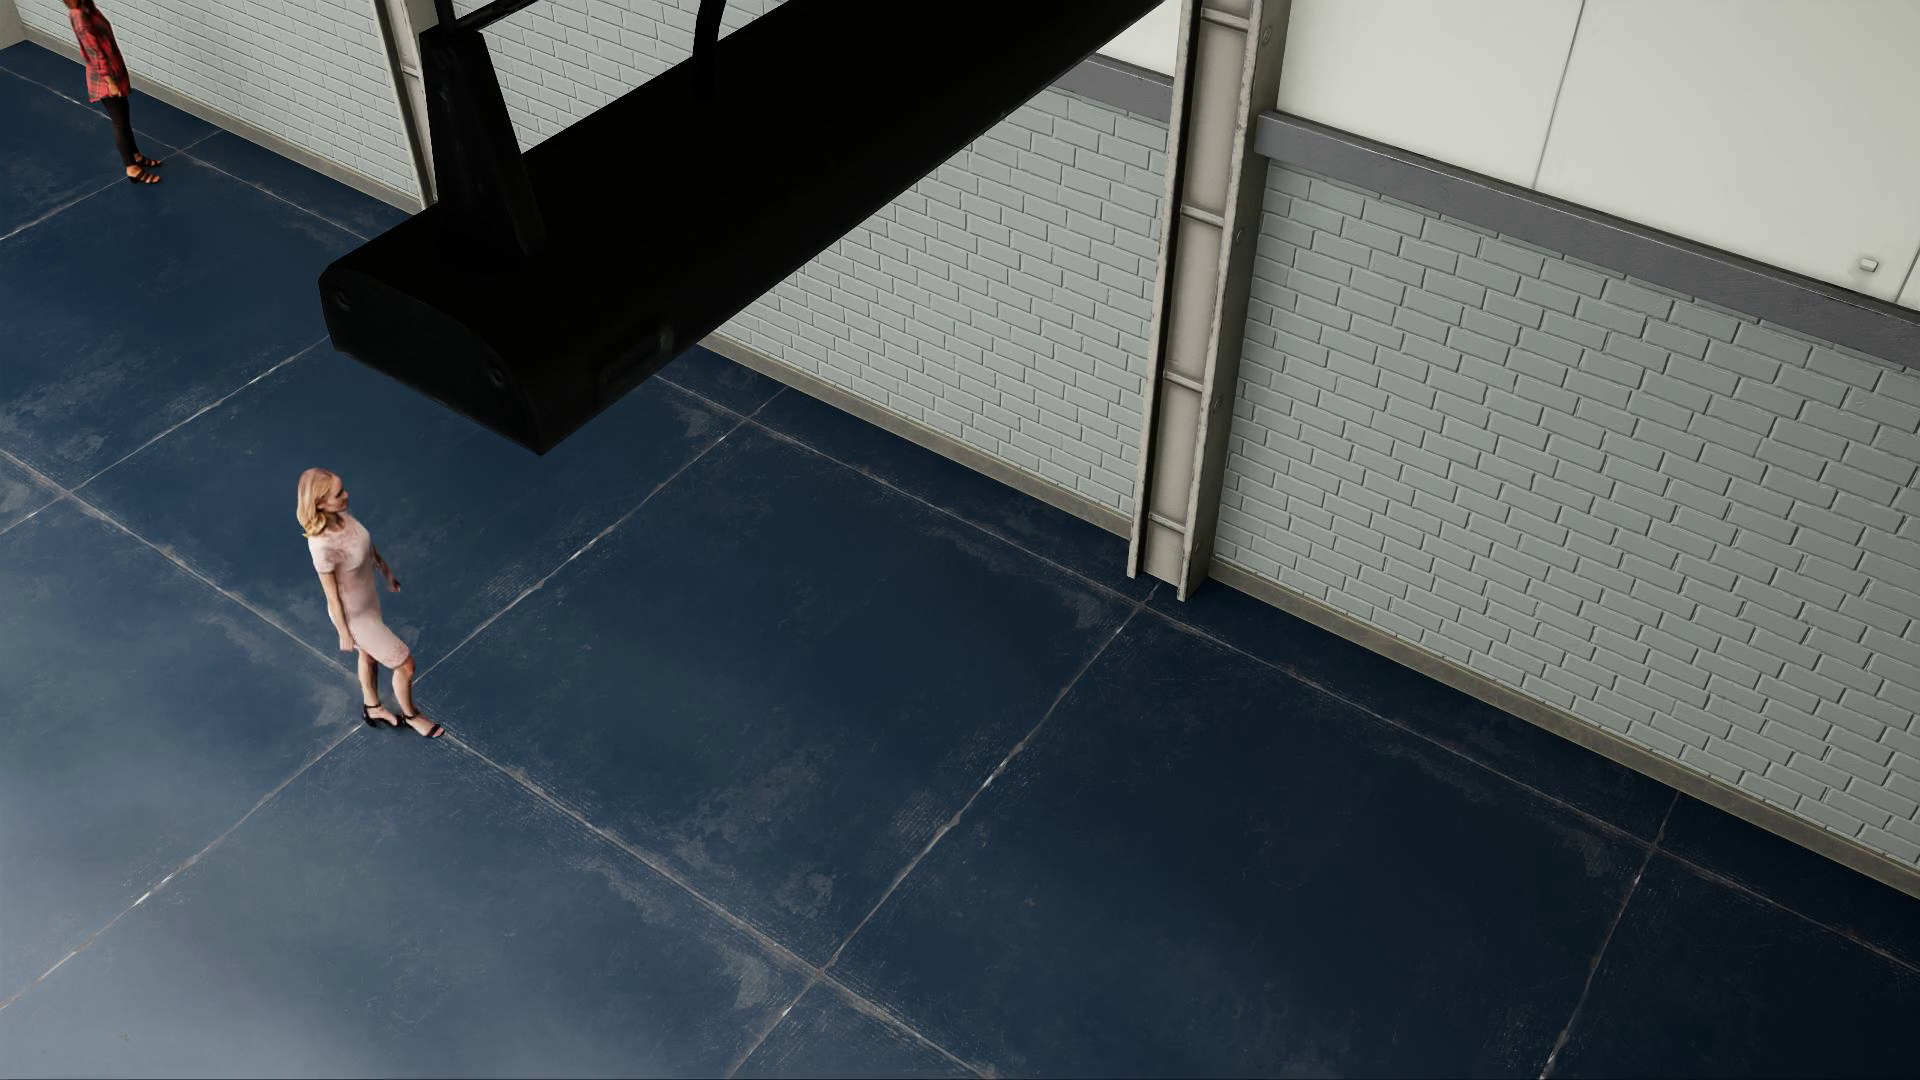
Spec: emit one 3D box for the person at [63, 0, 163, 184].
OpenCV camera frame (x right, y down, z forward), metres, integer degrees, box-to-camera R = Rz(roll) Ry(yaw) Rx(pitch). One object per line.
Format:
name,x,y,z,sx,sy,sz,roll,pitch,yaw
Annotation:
person,-6.467,-3.523,12.602,0.762,1.704,0.669,-14,45,-15

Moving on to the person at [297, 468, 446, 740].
person,-3.117,0.348,8.373,0.830,1.817,0.769,-2,43,-2
